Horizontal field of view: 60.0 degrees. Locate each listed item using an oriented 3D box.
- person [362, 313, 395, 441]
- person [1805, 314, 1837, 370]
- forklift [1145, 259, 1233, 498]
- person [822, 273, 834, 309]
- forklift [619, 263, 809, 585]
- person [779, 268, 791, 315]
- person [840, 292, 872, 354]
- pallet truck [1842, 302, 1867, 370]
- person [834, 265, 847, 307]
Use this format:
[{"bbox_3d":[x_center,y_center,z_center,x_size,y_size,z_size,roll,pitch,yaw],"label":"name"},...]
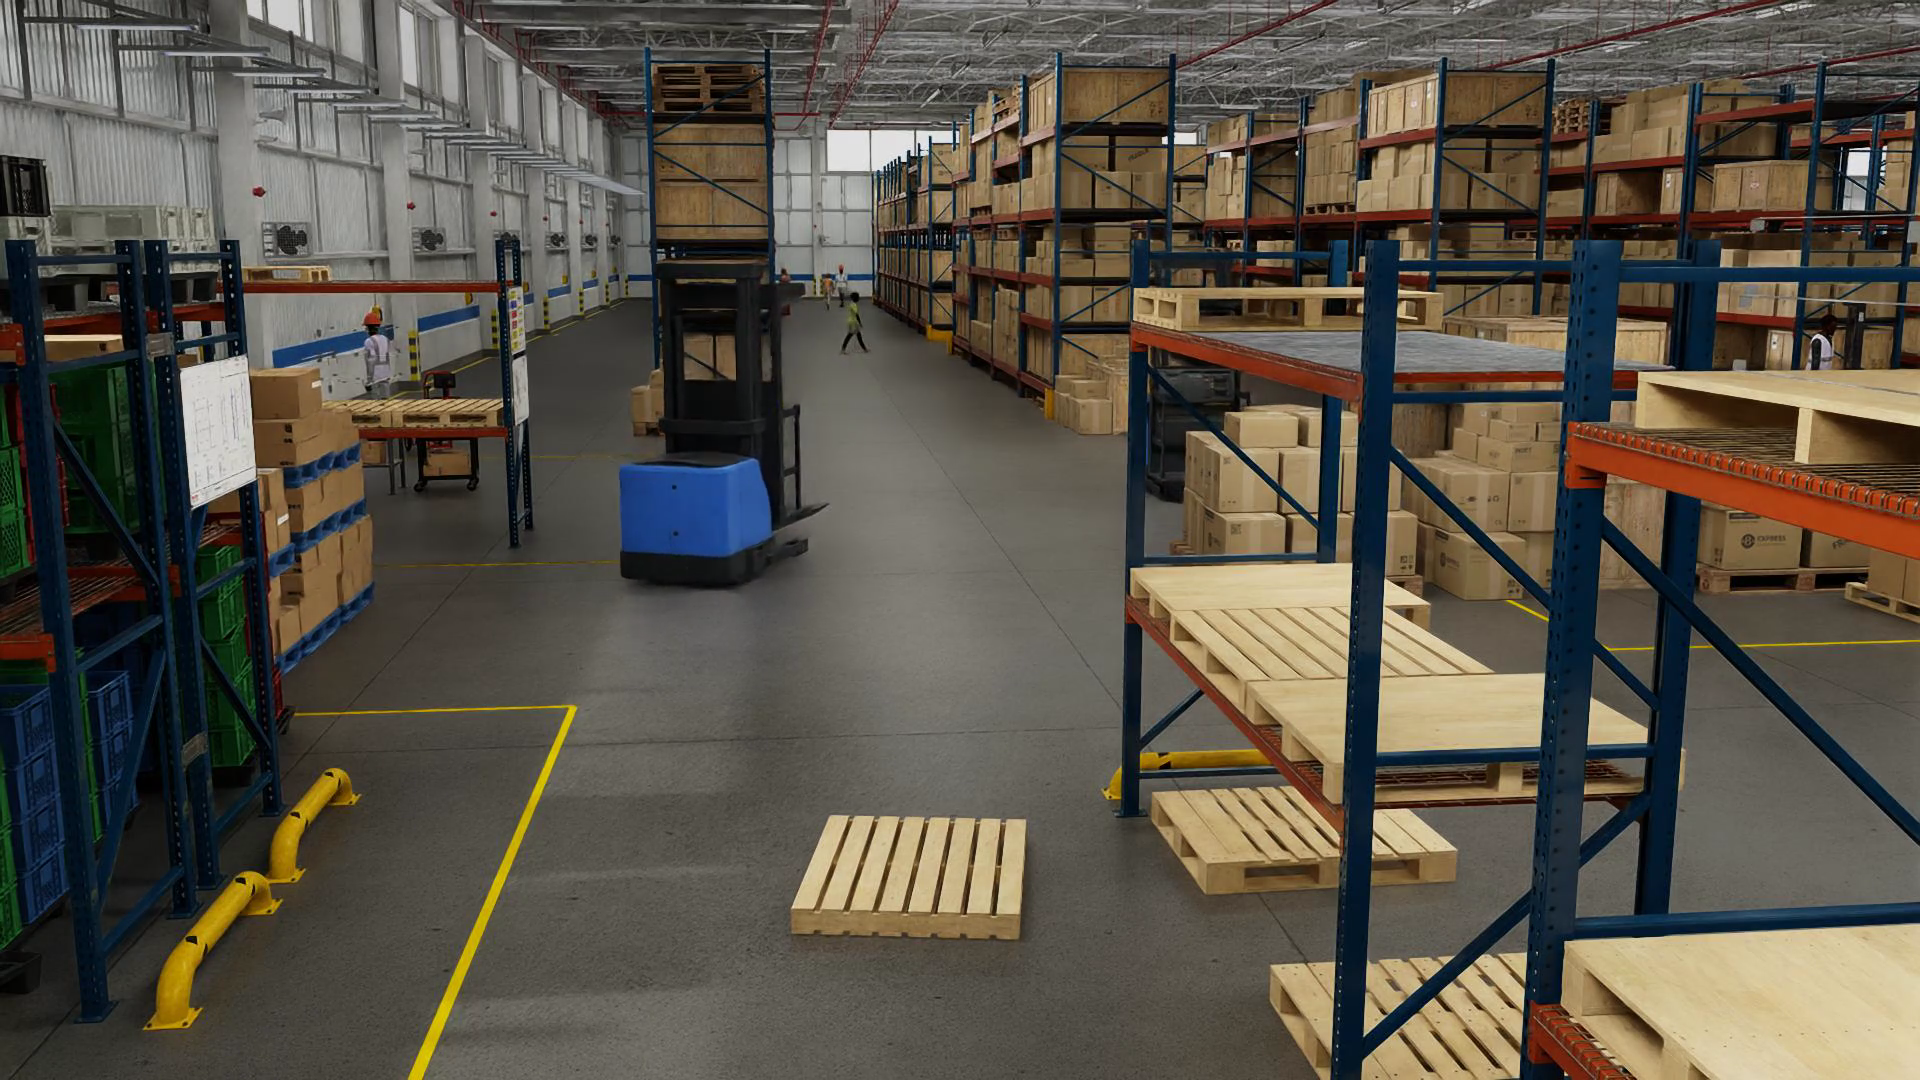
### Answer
[{"bbox_3d":[-8.831,-2.458,25.165,0.379,1.938,0.547,3,11,14],"label":"person"},{"bbox_3d":[13.135,-2.489,25.422,0.397,1.911,0.587,10,14,44],"label":"person"},{"bbox_3d":[2.765,-2.018,20.116,1.129,2.768,1.873,-1,10,-6],"label":"forklift"},{"bbox_3d":[-5.780,-10.870,72.680,0.521,1.618,0.617,1,10,3],"label":"person"},{"bbox_3d":[-2.257,-1.117,15.124,1.129,2.768,1.873,3,11,16],"label":"forklift"},{"bbox_3d":[-7.111,-10.037,67.253,0.403,1.903,0.651,5,11,24],"label":"person"},{"bbox_3d":[-2.798,-5.758,44.246,0.888,1.649,0.536,-1,10,-7],"label":"person"},{"bbox_3d":[15.846,-3.142,28.793,1.885,1.965,0.823,2,10,12],"label":"pallet truck"},{"bbox_3d":[-5.378,-11.510,75.494,0.561,1.897,0.984,2,10,12],"label":"person"}]
